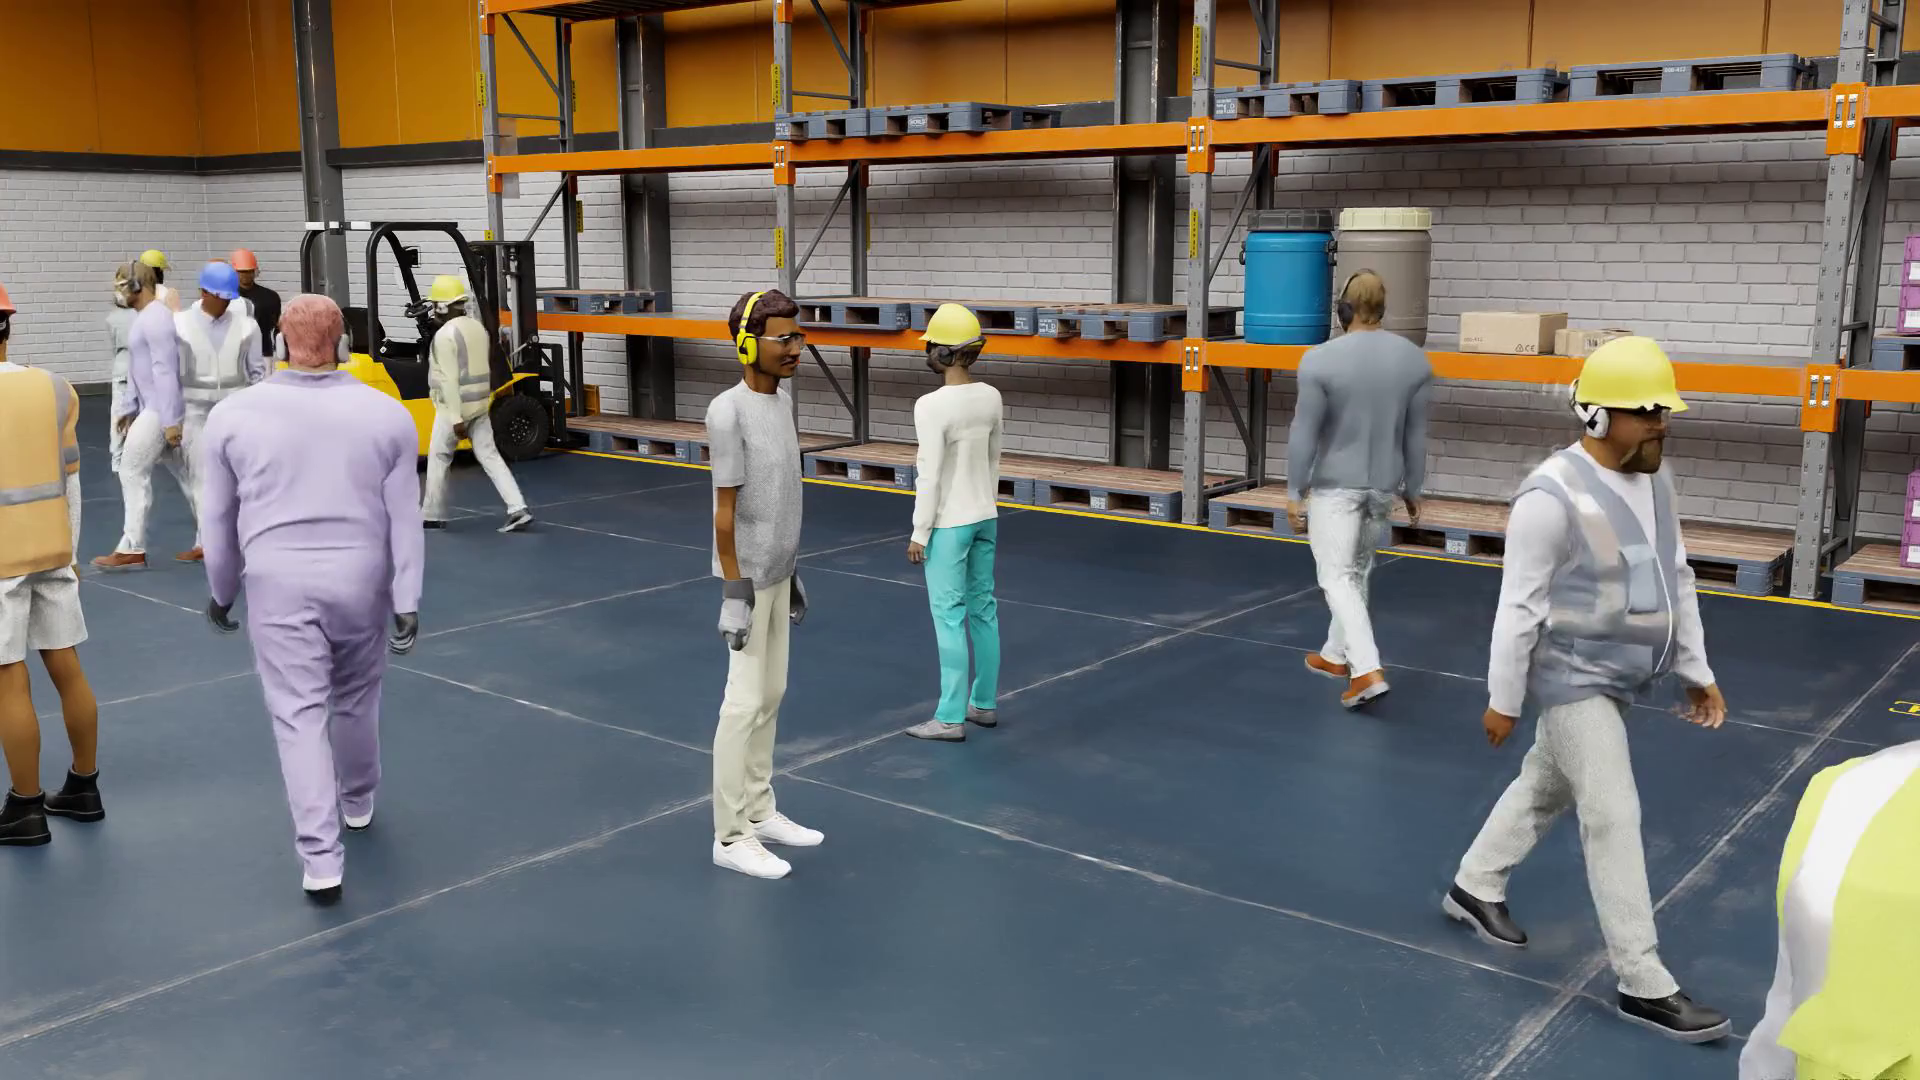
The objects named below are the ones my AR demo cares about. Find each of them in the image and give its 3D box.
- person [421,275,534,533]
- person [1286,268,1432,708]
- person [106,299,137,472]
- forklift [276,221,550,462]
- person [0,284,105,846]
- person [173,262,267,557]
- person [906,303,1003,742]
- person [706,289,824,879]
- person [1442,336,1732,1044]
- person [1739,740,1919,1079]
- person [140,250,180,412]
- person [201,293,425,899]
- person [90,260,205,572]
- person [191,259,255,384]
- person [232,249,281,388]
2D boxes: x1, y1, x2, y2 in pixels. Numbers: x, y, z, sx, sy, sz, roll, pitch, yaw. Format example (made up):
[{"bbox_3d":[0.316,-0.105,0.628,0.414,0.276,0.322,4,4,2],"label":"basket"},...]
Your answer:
[{"bbox_3d":[-3.397,-0.924,11.464,0.928,1.794,0.585,3,11,18],"label":"person"},{"bbox_3d":[1.744,-0.236,7.319,0.642,1.910,0.899,-3,11,-18],"label":"person"},{"bbox_3d":[-7.295,-1.478,14.772,0.496,1.696,0.876,2,10,9],"label":"person"},{"bbox_3d":[-4.922,-1.741,14.854,1.214,2.155,2.313,8,13,38],"label":"forklift"},{"bbox_3d":[-3.198,0.067,5.575,0.385,1.927,0.545,4,11,21],"label":"person"},{"bbox_3d":[-4.618,-0.765,10.306,0.671,1.878,0.959,-8,13,-39],"label":"person"},{"bbox_3d":[-0.023,-0.066,6.751,0.307,1.772,0.526,7,13,35],"label":"person"},{"bbox_3d":[-0.635,0.134,5.366,0.310,1.868,0.533,3,11,16],"label":"person"},{"bbox_3d":[1.672,0.345,4.460,0.591,1.788,0.927,-9,14,-41],"label":"person"},{"bbox_3d":[0.952,0.853,1.500,0.434,1.833,0.627,-4,11,-23],"label":"person"},{"bbox_3d":[-7.877,-1.876,16.340,0.594,1.925,0.375,1,10,6],"label":"person"},{"bbox_3d":[-2.053,0.151,5.317,0.648,1.859,0.994,-5,11,-25],"label":"person"},{"bbox_3d":[-5.033,-0.761,10.246,0.912,1.888,0.643,-5,11,-25],"label":"person"},{"bbox_3d":[-5.884,-1.309,13.340,0.481,1.872,0.667,5,11,24],"label":"person"},{"bbox_3d":[-6.647,-1.744,15.593,0.589,1.942,0.999,-3,11,-18],"label":"person"}]
